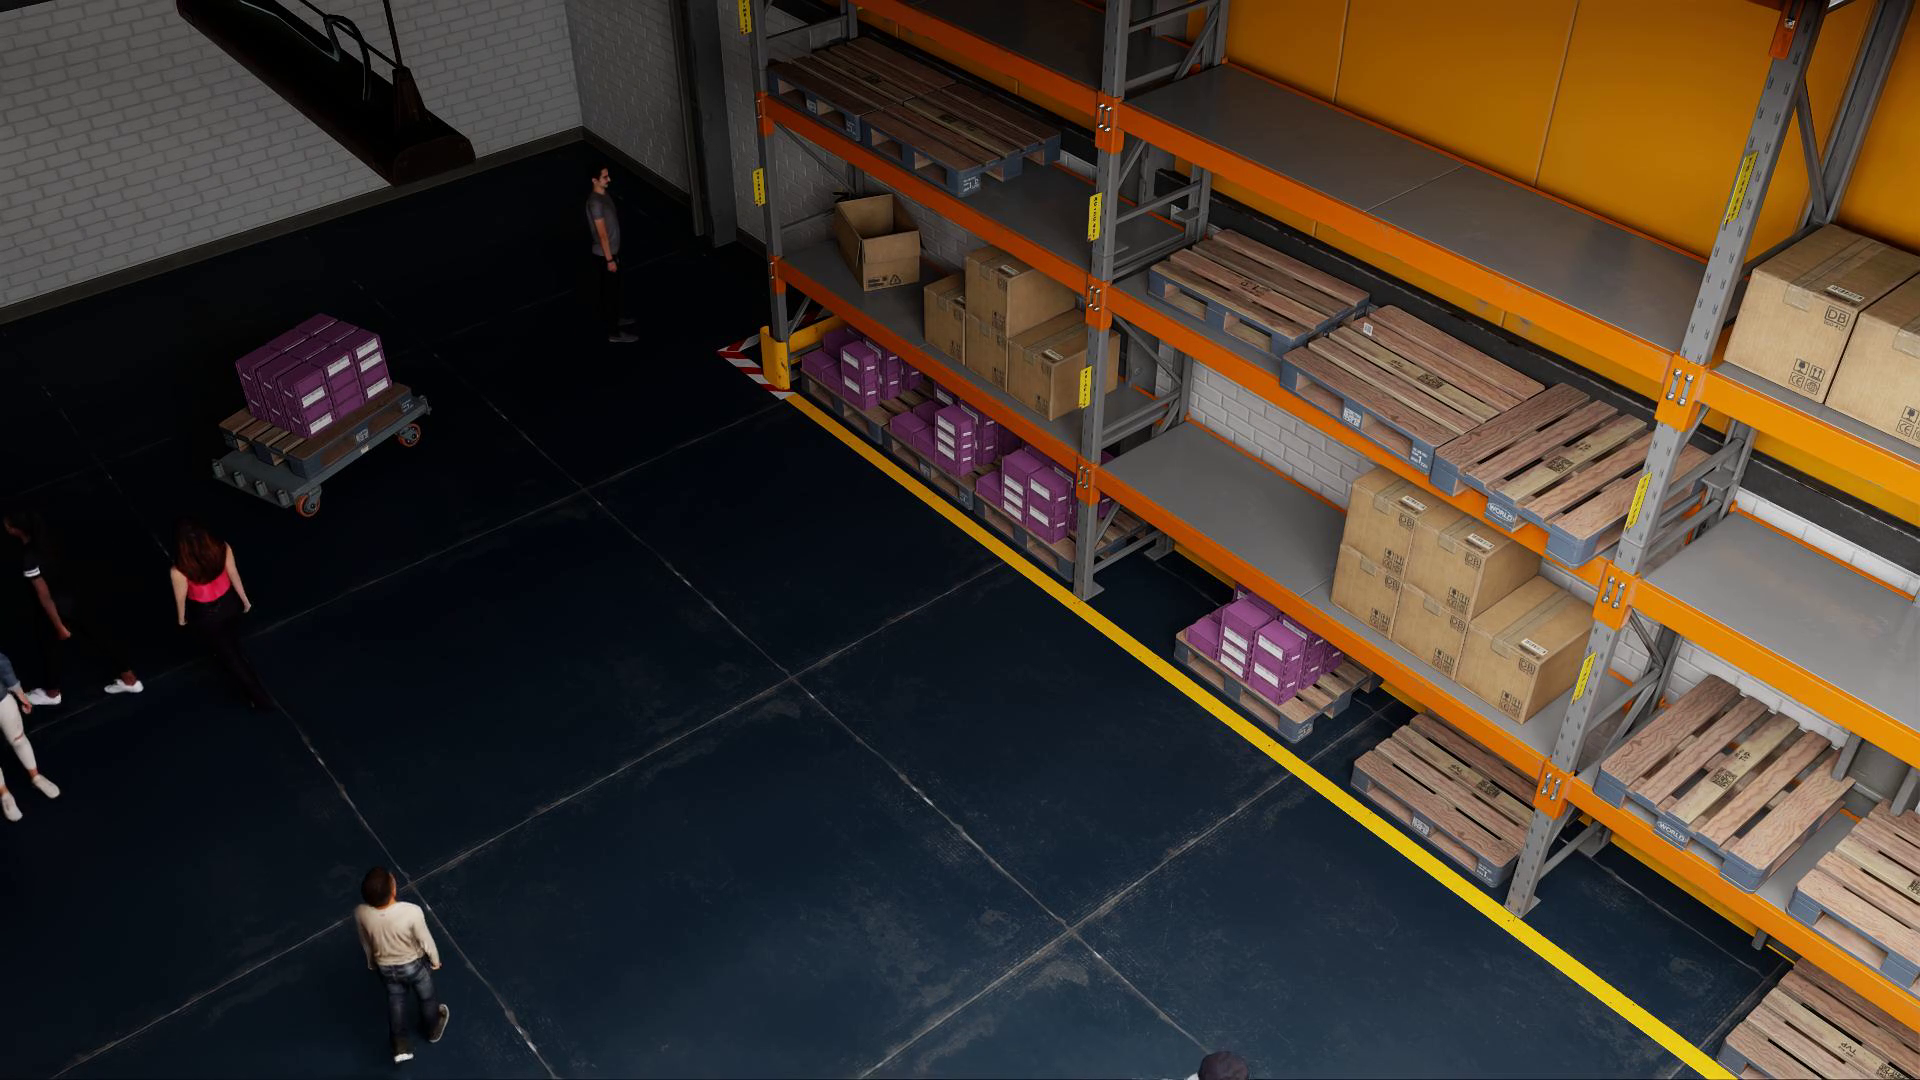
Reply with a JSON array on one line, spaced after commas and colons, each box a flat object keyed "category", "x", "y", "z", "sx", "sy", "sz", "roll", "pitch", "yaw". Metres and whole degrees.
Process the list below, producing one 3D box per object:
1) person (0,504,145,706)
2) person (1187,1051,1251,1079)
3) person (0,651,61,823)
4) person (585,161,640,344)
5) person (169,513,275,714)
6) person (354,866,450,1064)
[{"category": "person", "x": -6.133, "y": 0.465, "z": 11.530, "sx": 1.063, "sy": 1.698, "sz": 1.073, "roll": -3, "pitch": 39, "yaw": -3}, {"category": "person", "x": 1.049, "y": 3.118, "z": 8.144, "sx": 0.997, "sy": 1.780, "sz": 0.941, "roll": 4, "pitch": 39, "yaw": 5}, {"category": "person", "x": -6.334, "y": 1.054, "z": 10.793, "sx": 0.608, "sy": 1.699, "sz": 0.662, "roll": 28, "pitch": 46, "yaw": 31}, {"category": "person", "x": -3.288, "y": -2.695, "z": 15.443, "sx": 0.762, "sy": 1.754, "sz": 0.640, "roll": -8, "pitch": 39, "yaw": -10}, {"category": "person", "x": -5.072, "y": 0.547, "z": 11.489, "sx": 1.111, "sy": 1.622, "sz": 0.784, "roll": 23, "pitch": 44, "yaw": 26}, {"category": "person", "x": -3.140, "y": 2.412, "z": 9.291, "sx": 0.783, "sy": 1.450, "sz": 0.863, "roll": 0, "pitch": 39, "yaw": -1}]
